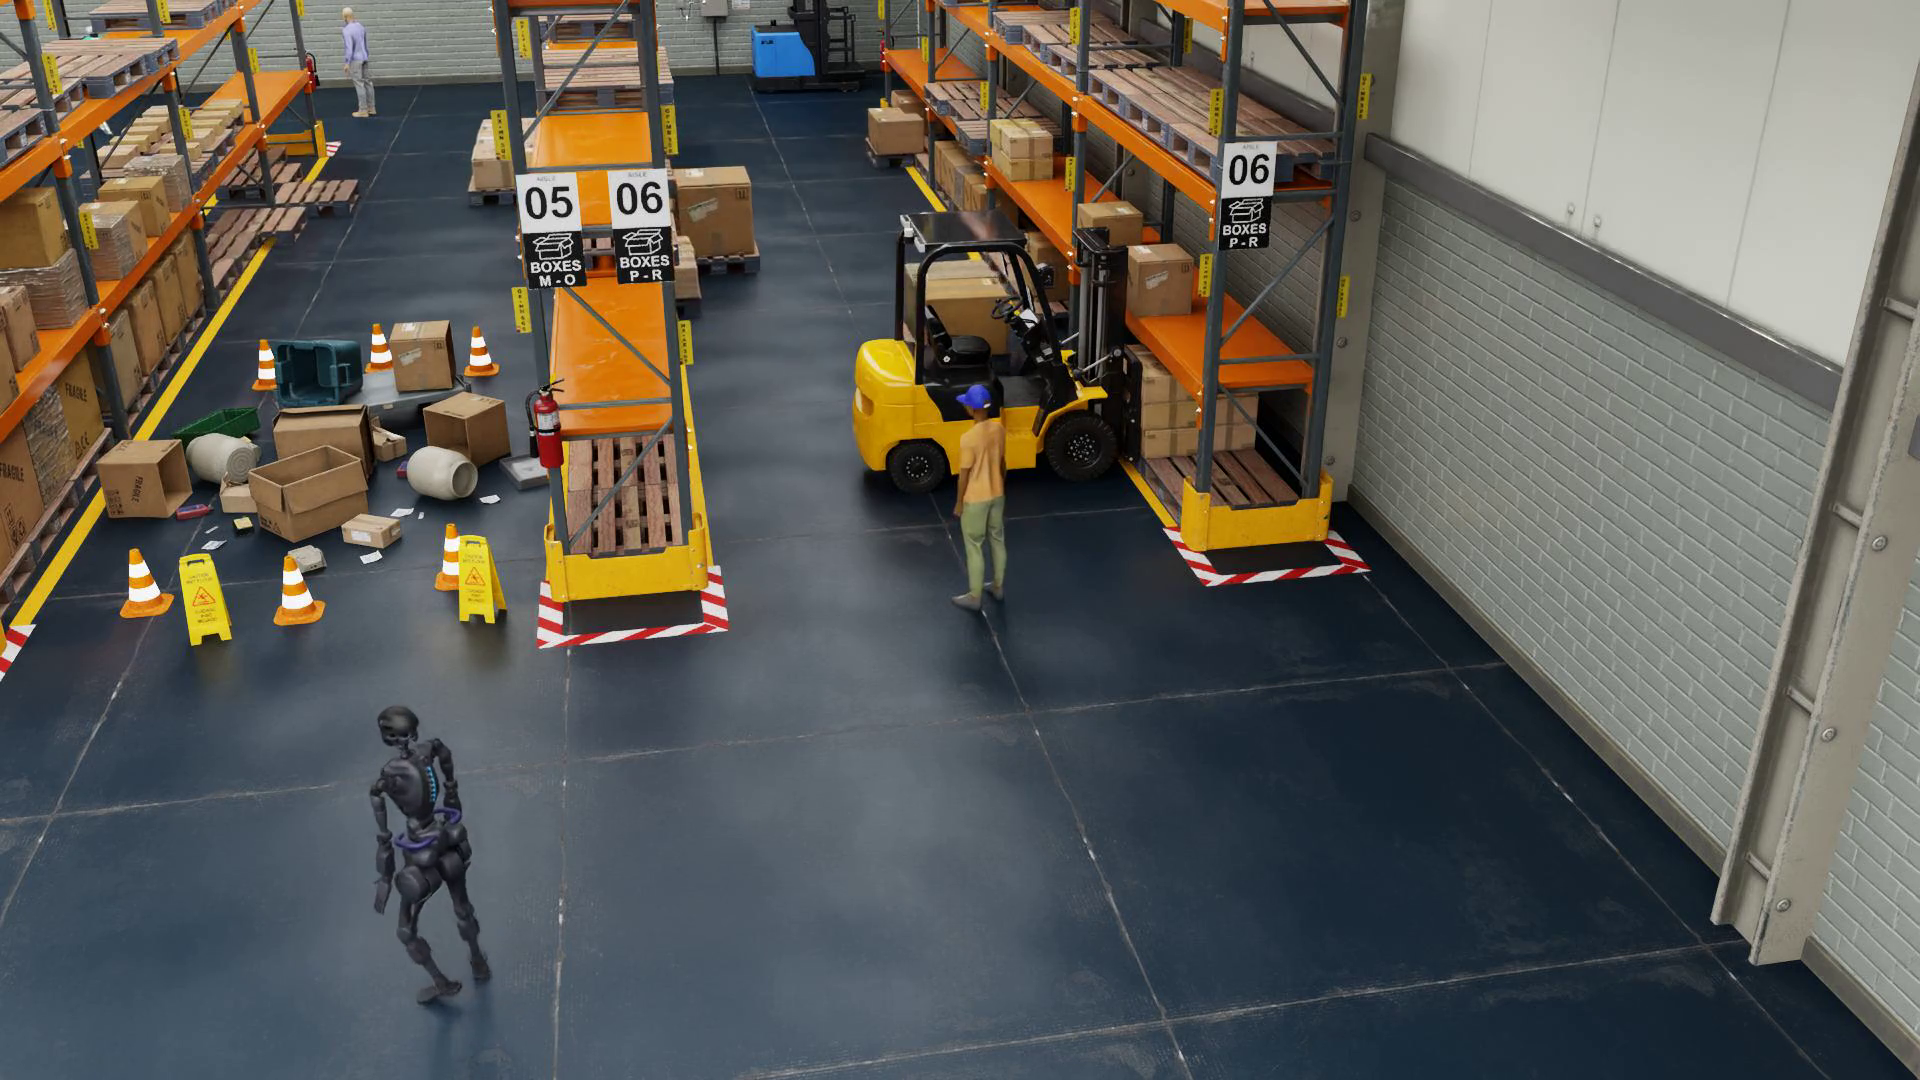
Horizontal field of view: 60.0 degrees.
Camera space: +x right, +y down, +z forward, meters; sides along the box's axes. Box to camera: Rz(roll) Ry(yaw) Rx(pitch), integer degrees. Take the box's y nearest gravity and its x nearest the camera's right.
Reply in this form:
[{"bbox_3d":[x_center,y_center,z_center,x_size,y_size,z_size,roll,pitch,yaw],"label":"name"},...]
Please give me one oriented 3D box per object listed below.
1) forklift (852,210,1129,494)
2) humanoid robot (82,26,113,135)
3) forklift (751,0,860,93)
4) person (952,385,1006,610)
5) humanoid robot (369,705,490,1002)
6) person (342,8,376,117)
[{"bbox_3d":[0.216,-1.659,14.366,2.313,2.155,1.214,-5,26,-10],"label":"forklift"},{"bbox_3d":[-14.006,-7.432,26.972,0.557,1.831,0.895,-22,34,-38],"label":"humanoid robot"},{"bbox_3d":[-2.872,-9.679,30.288,1.873,2.768,1.129,-5,26,-10],"label":"forklift"},{"bbox_3d":[0.134,-0.323,12.139,0.458,1.710,0.386,-22,33,-38],"label":"person"},{"bbox_3d":[-2.656,1.558,8.251,0.322,1.653,0.600,12,28,23],"label":"humanoid robot"},{"bbox_3d":[-10.225,-8.115,28.267,0.394,1.796,0.591,8,27,16],"label":"person"}]
